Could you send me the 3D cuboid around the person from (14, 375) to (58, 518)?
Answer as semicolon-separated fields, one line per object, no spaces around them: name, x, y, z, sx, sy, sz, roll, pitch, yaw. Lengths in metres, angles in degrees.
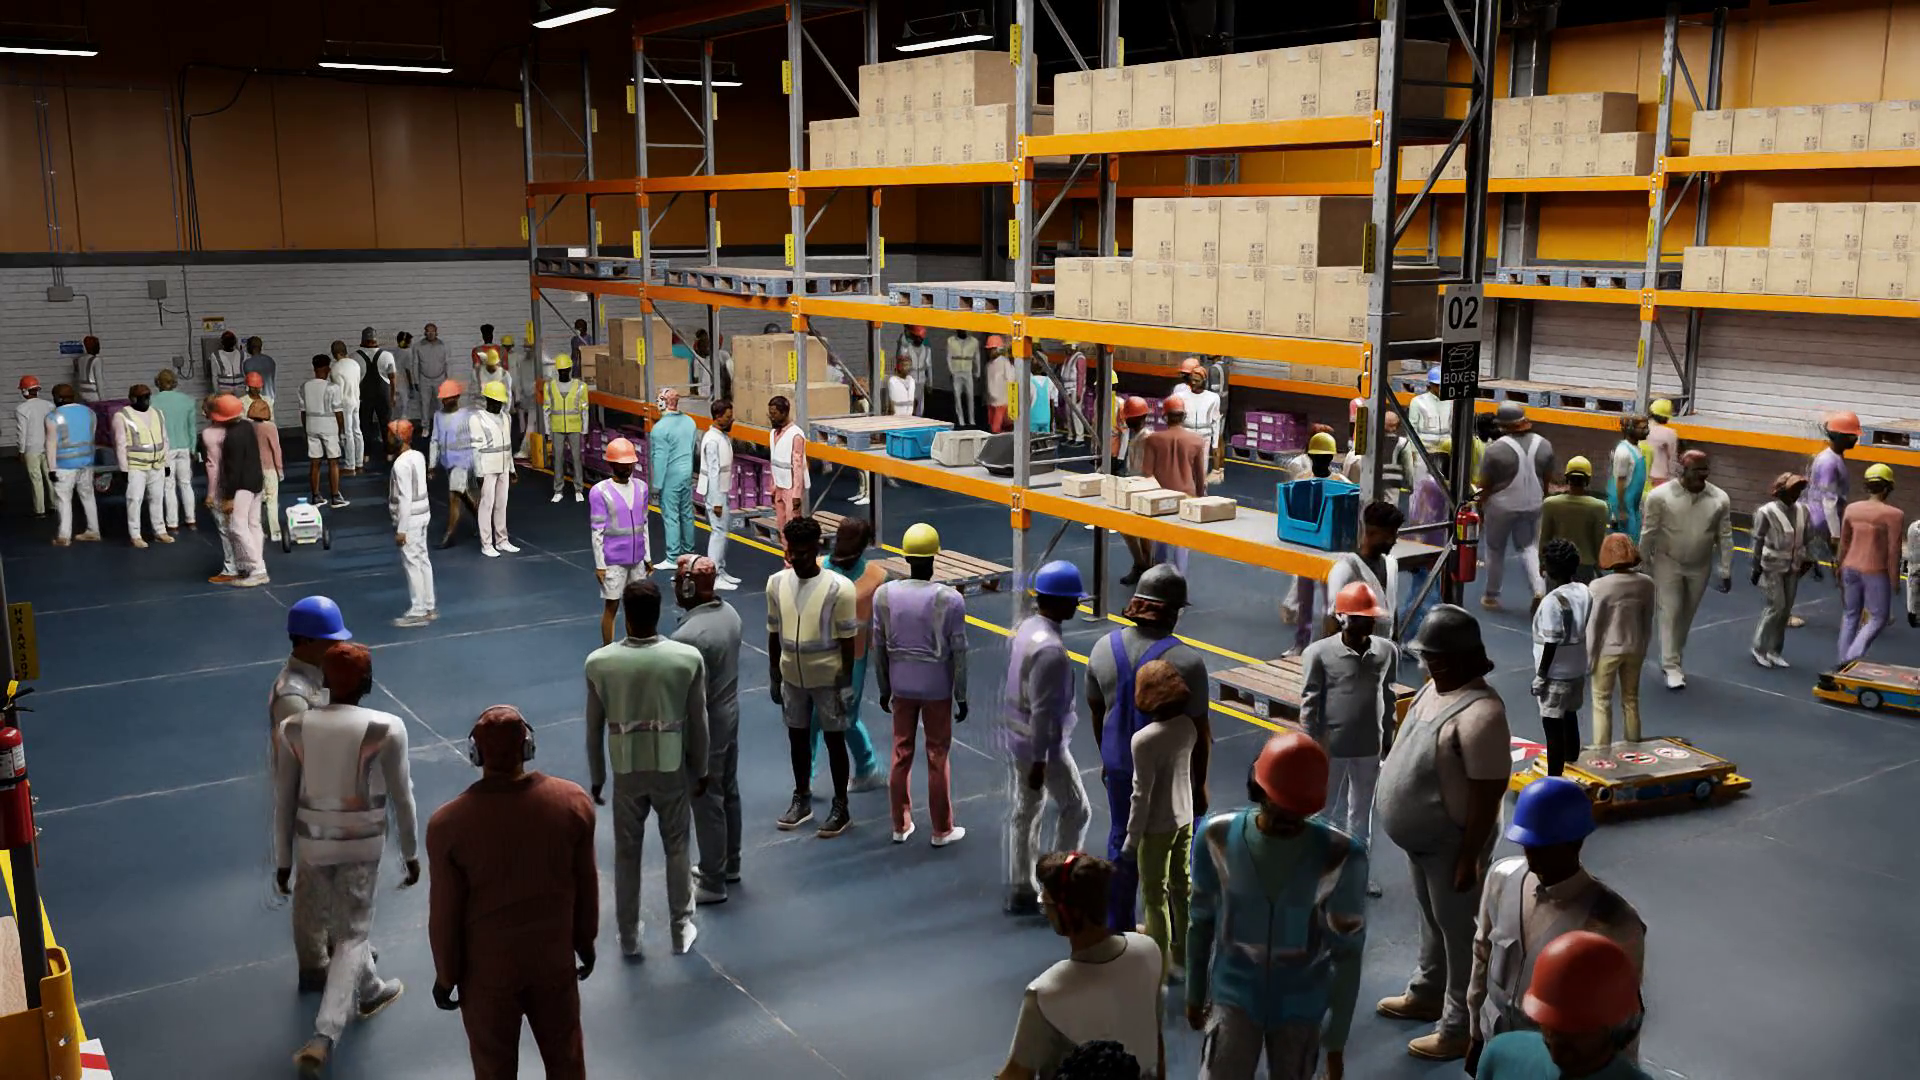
person;-11.378;-1.151;20.476;0.328;1.752;0.563;3;12;16

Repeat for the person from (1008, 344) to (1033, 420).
person;0.933;-1.901;24.002;0.476;1.874;0.618;-2;11;-11

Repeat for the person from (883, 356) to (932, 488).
person;-0.734;-1.576;22.502;0.835;1.816;0.576;9;14;39

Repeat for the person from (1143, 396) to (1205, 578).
person;2.108;-0.455;16.447;0.634;1.938;1.046;0;11;1

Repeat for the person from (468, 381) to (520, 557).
person;-5.072;-0.782;18.170;0.378;1.918;0.585;6;12;27

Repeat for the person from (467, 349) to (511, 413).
person;-6.863;-1.906;24.314;0.627;1.758;0.952;-4;12;-20

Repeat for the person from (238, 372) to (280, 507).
person;-8.862;-1.250;20.990;0.339;1.747;0.573;7;13;32

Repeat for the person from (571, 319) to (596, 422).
person;-6.513;-2.868;28.827;0.627;1.933;0.368;9;14;38

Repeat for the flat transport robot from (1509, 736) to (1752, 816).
flat transport robot;4.295;1.505;10.693;1.431;0.197;0.652;-4;12;-21

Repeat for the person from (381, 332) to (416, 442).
person;-9.203;-2.491;27.156;0.702;1.824;0.399;6;12;26

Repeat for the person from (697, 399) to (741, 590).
person;-2.409;-0.451;16.515;0.390;1.905;0.598;0;11;0

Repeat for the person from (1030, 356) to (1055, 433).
person;1.024;-1.552;22.326;0.531;1.838;0.380;-5;12;-26

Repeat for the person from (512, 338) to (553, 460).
person;-6.525;-2.168;25.437;0.662;1.849;1.021;9;14;39

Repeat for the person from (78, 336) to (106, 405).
person;-13.272;-2.180;25.467;0.593;1.873;0.369;9;14;38

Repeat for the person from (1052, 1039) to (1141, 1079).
person;0.326;2.064;4.171;0.540;1.695;0.317;3;12;16

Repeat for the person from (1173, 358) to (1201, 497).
person;2.903;-1.325;20.923;0.526;1.921;0.563;-4;12;-17

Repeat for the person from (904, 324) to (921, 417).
person;-0.841;-2.916;29.284;0.345;1.845;0.508;1;11;7

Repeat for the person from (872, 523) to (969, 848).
person;-0.223;0.855;9.762;0.587;1.930;0.361;4;12;19

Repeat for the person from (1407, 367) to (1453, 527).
person;5.560;-1.071;19.572;0.616;1.945;0.404;-2;11;-11

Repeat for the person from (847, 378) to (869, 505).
person;-1.285;-1.277;21.435;0.279;1.633;0.501;-4;12;-19

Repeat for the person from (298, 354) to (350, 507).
person;-8.093;-1.389;21.179;0.606;1.957;0.373;2;11;12

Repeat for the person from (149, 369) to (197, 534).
person;-9.227;-1.022;19.453;0.411;1.904;0.652;7;13;33

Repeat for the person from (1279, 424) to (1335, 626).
person;3.112;-0.120;14.929;0.439;1.859;0.605;11;15;44

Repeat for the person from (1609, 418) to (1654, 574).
person;6.915;-0.440;17.037;0.573;1.669;0.492;-8;14;-36

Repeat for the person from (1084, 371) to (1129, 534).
person;1.723;-1.042;19.476;0.366;1.926;0.593;-8;14;-36

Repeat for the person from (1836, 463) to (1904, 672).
person;7.211;0.262;13.282;0.575;1.736;0.564;-5;12;-24

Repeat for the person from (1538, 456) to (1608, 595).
person;5.001;0.190;13.612;0.524;1.759;0.338;5;12;23

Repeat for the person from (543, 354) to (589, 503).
person;-5.095;-1.445;21.537;0.587;1.928;0.362;-1;11;-7

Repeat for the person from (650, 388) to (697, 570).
person;-3.036;-0.640;17.467;0.403;1.911;0.637;6;12;26

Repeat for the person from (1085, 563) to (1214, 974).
person;0.985;1.101;8.218;0.677;2.000;0.536;10;15;41

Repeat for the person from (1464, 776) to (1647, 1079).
person;1.895;1.695;5.417;0.397;1.944;0.616;-7;13;-31

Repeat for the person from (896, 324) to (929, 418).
person;-0.887;-3.144;30.492;0.637;1.832;0.429;4;12;21

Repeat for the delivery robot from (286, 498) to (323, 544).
delivery robot;-7.332;-0.226;18.581;0.477;0.478;0.707;-5;12;-24

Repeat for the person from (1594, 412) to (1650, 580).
person;6.413;-0.338;16.126;0.557;1.830;0.515;8;14;36

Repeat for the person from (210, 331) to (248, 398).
person;-11.607;-2.387;26.504;0.575;1.876;0.356;-9;14;-40

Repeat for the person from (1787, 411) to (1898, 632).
person;7.762;-0.147;14.737;1.061;1.981;0.639;9;14;38

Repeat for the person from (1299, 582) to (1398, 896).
person;2.116;1.085;9.025;0.572;1.754;0.321;-3;11;-13

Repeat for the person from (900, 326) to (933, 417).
person;-0.733;-2.650;27.843;0.560;1.873;1.029;-4;12;-22

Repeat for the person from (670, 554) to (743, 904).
person;-1.402;1.016;8.997;0.399;1.910;0.643;2;11;13

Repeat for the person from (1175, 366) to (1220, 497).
person;2.864;-1.171;20.247;0.572;1.885;0.358;1;11;5

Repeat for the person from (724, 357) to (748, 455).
person;-3.368;-2.213;25.748;0.579;1.827;0.624;-4;12;-18

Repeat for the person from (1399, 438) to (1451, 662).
person;3.926;0.090;13.800;0.588;1.879;0.607;2;11;11

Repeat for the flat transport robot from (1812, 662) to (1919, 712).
flat transport robot;7.287;1.148;12.518;1.431;0.197;0.652;10;15;40

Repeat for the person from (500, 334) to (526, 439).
person;-7.494;-2.548;27.622;0.556;1.753;0.365;2;11;8
